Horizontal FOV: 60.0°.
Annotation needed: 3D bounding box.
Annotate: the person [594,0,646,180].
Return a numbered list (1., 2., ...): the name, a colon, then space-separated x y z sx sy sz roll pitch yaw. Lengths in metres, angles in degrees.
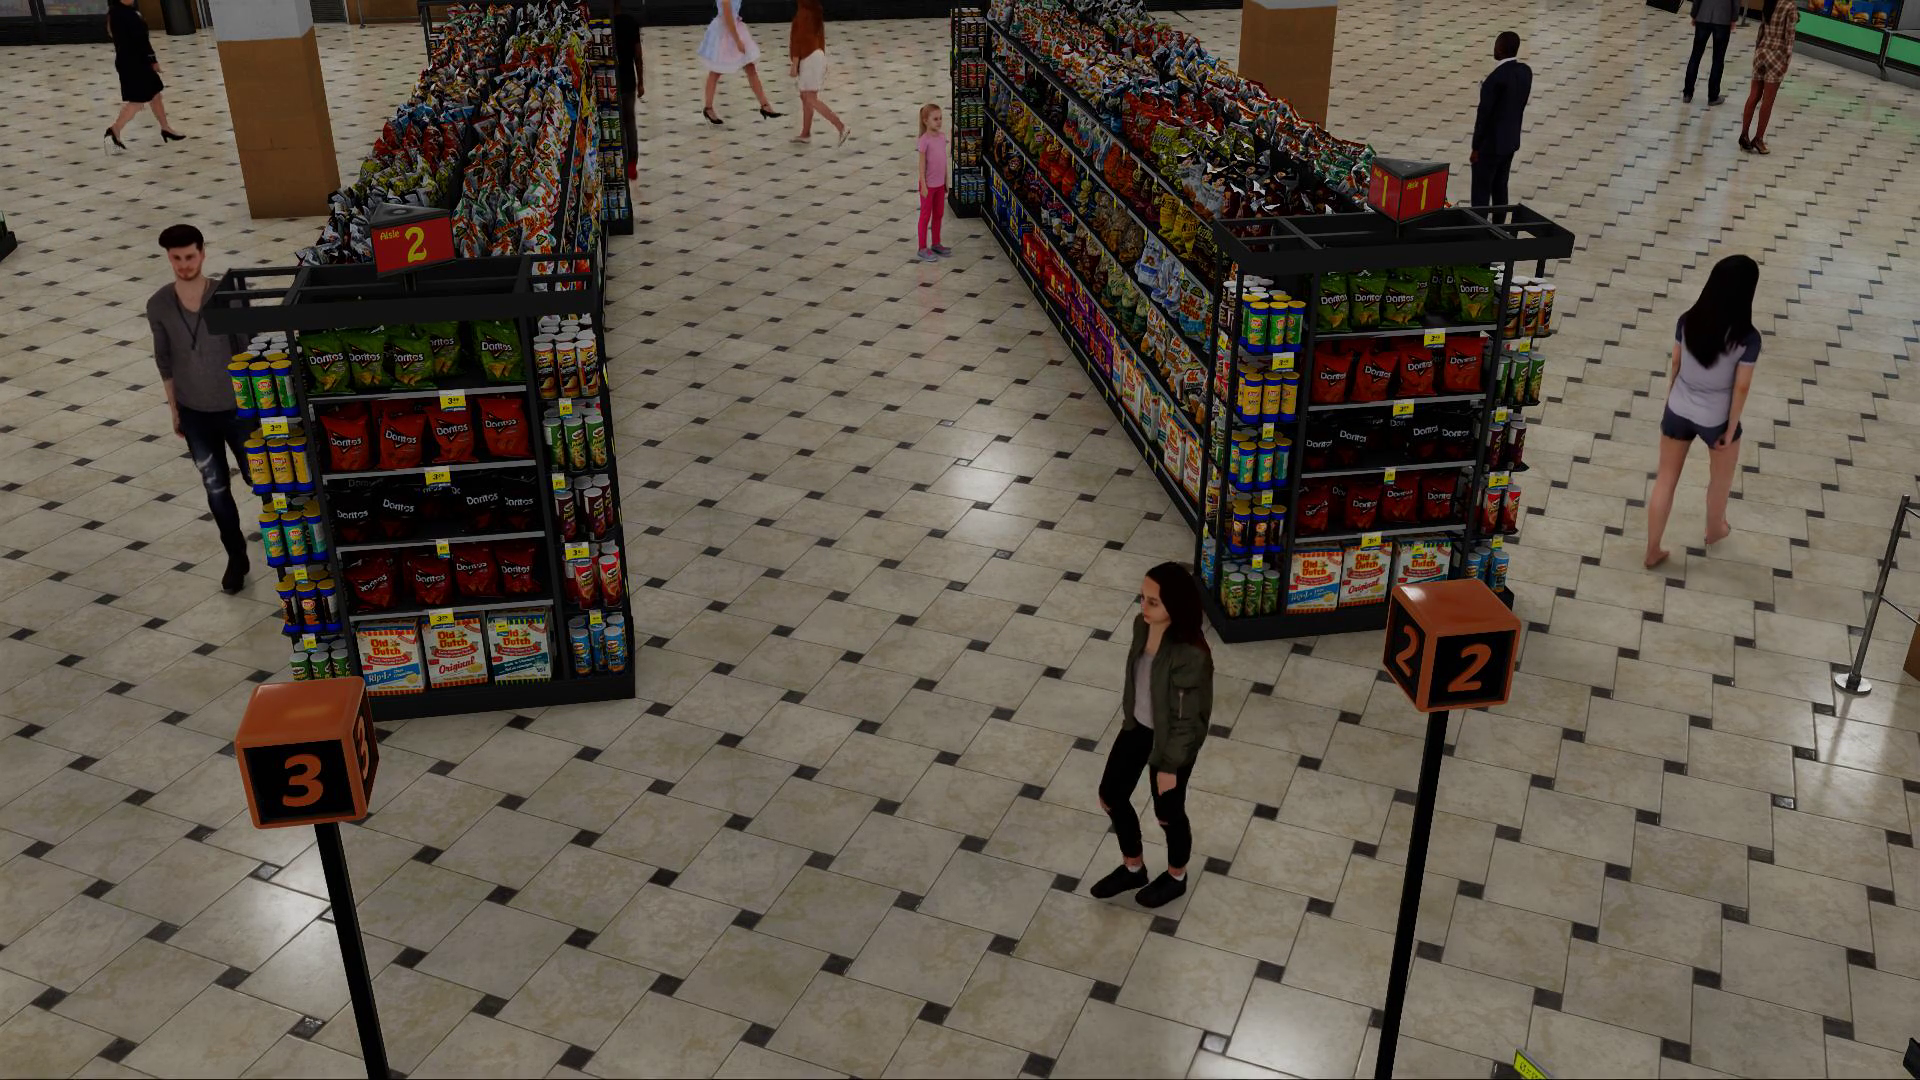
1. person: -3.210 -4.317 15.774 0.767 1.793 0.769 -16 31 -29

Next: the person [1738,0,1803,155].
1. person: 8.154 -4.806 16.738 0.668 1.793 0.517 -8 28 -16

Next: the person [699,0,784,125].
1. person: -2.558 -5.287 17.711 1.025 1.772 1.173 6 28 12

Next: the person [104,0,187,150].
1. person: -8.399 -4.757 16.812 1.082 1.639 1.122 -22 34 -36

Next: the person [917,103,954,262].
1. person: -0.230 -2.945 13.646 0.625 1.272 0.570 21 33 35

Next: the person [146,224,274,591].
1. person: -3.810 -0.716 8.577 0.672 1.881 0.989 -4 27 -8

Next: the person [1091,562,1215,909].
1. person: 0.808 0.726 6.193 0.741 1.466 0.633 -13 30 -25

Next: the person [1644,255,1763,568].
1. person: 3.801 -0.629 8.620 0.935 1.687 0.961 21 34 36

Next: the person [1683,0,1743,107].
1. person: 8.525 -5.886 18.780 0.769 1.874 0.843 20 33 34

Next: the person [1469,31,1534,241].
1. person: 4.371 -3.212 13.565 0.772 1.821 0.755 -18 32 -31

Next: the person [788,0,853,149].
1. person: -1.445 -4.813 16.862 0.995 1.694 1.054 11 29 20
